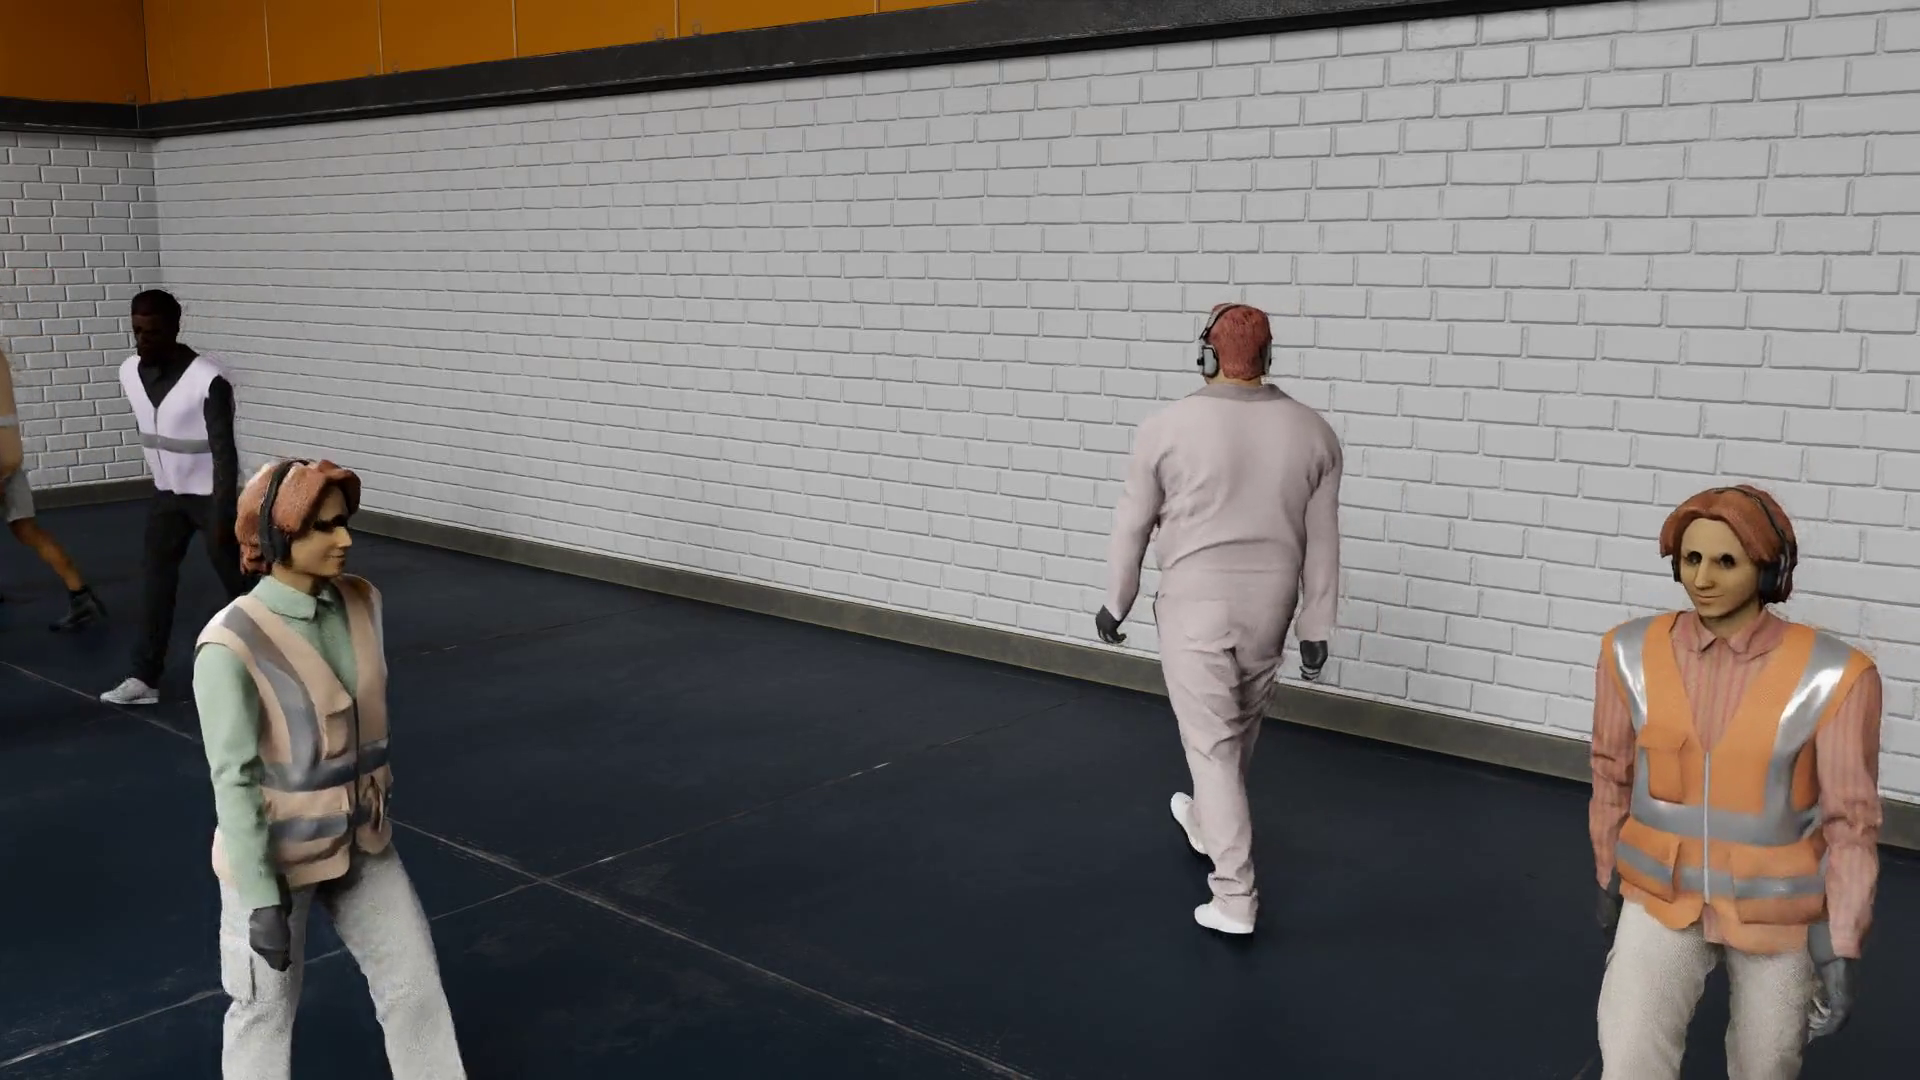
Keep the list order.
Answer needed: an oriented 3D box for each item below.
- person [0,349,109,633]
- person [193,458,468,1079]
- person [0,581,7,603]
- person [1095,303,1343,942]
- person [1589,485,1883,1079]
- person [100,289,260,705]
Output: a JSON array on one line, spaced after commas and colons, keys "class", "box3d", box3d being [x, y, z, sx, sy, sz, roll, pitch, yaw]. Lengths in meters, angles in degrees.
[{"class": "person", "box3d": [-4.993, -0.414, 8.598, 0.999, 1.889, 0.561, -2, 10, -11]}, {"class": "person", "box3d": [-1.194, 0.647, 3.293, 0.763, 1.607, 0.546, 3, 11, 18]}, {"class": "person", "box3d": [-5.687, -0.486, 9.428, 0.677, 1.731, 0.577, 5, 11, 29]}, {"class": "person", "box3d": [0.788, 0.213, 5.108, 0.661, 1.855, 1.018, -2, 10, -13]}, {"class": "person", "box3d": [1.367, 0.703, 3.030, 0.531, 1.593, 0.845, 8, 13, 39]}, {"class": "person", "box3d": [-3.467, -0.189, 7.425, 0.631, 1.839, 0.997, 3, 10, 18]}]
